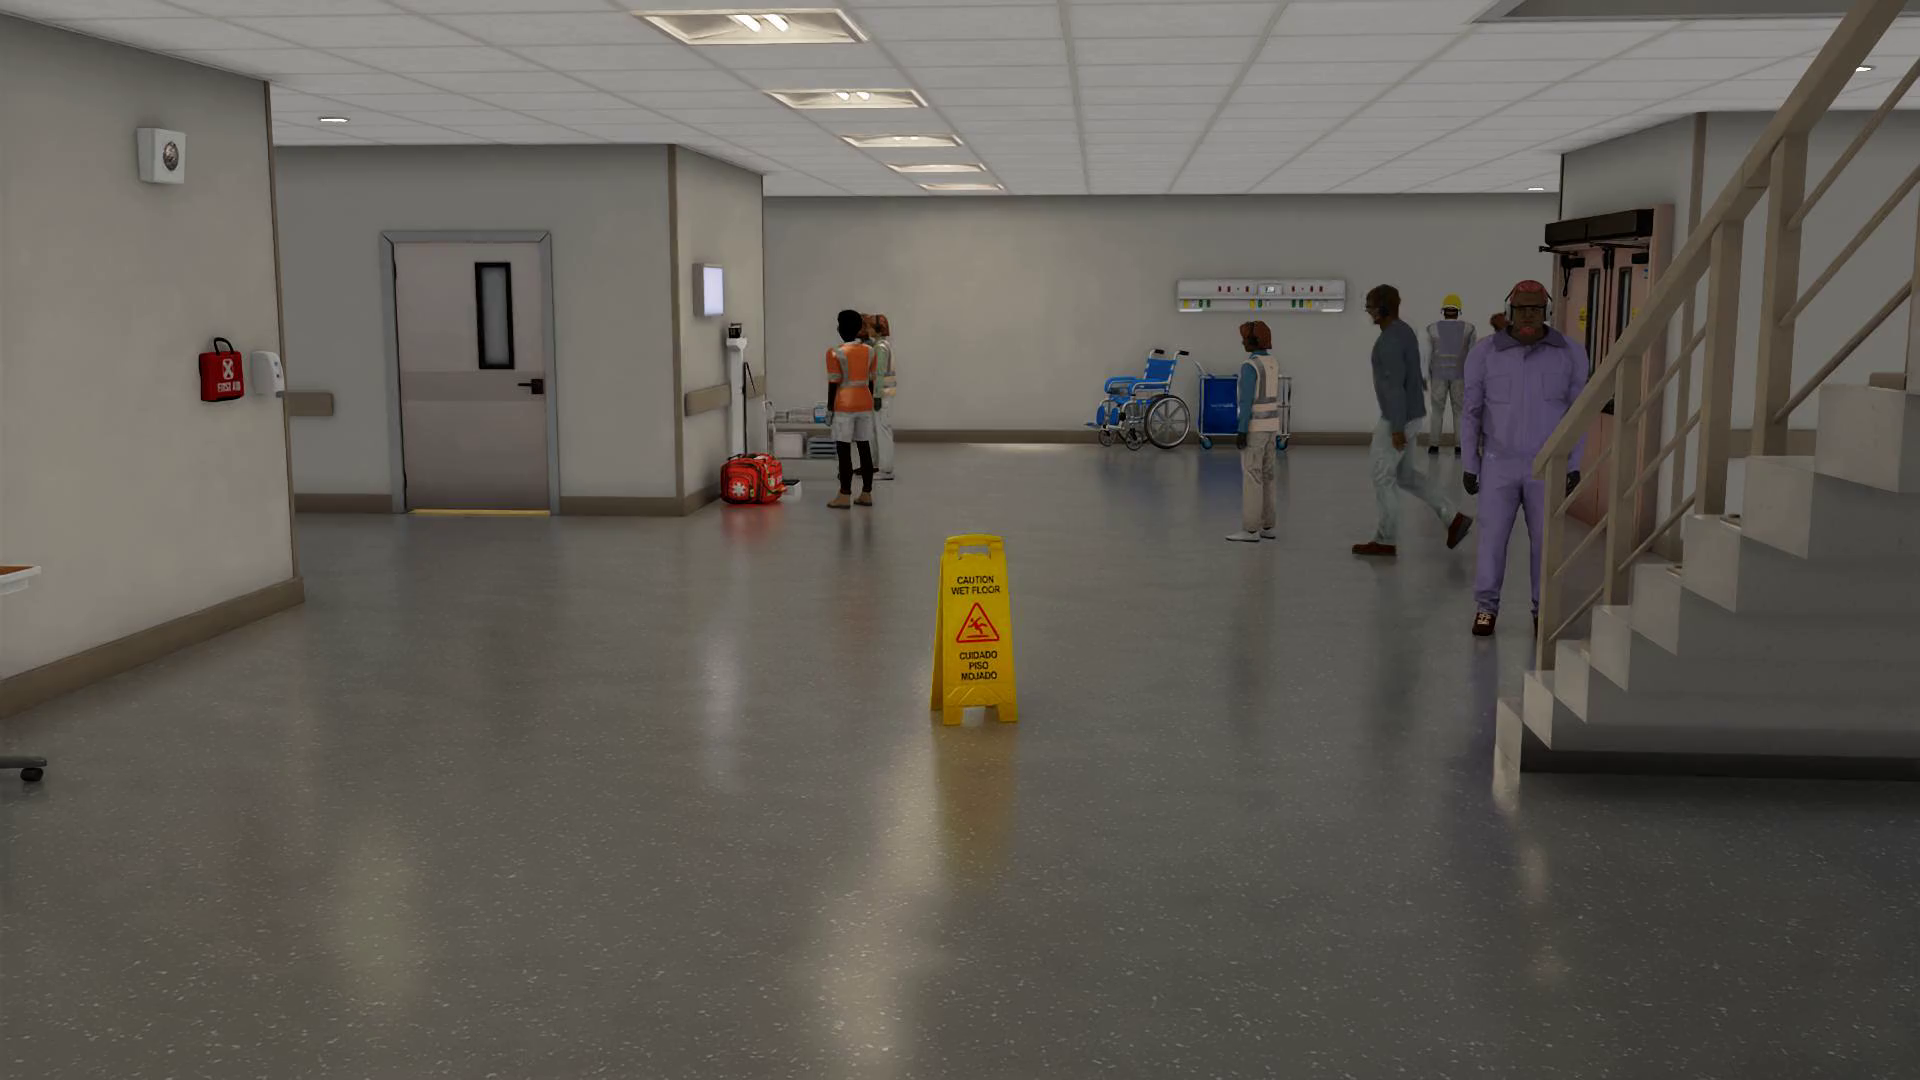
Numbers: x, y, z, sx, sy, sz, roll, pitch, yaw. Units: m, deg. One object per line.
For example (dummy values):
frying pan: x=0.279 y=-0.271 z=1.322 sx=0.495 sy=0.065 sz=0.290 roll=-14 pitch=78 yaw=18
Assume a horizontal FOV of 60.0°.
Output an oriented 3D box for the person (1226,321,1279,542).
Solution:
person: x=2.197 y=-0.800 z=12.294 sx=0.319 sy=1.631 sz=0.518 roll=6 pitch=10 yaw=33

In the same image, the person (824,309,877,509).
person: x=-0.935 y=-1.111 z=14.185 sx=0.535 sy=1.697 sz=0.318 roll=-8 pitch=12 yaw=-44

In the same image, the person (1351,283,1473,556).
person: x=3.148 y=-0.812 z=11.470 sx=0.769 sy=1.906 sz=0.647 roll=4 pitch=9 yaw=24

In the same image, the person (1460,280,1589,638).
person: x=2.971 y=-0.416 z=8.800 sx=0.634 sy=1.900 sz=0.398 roll=2 pitch=9 yaw=15

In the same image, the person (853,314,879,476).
person: x=-0.958 y=-1.459 z=16.761 sx=0.264 sy=1.632 sz=0.507 roll=-2 pitch=9 yaw=-10

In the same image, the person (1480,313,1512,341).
person: x=6.072 y=-1.733 z=18.666 sx=0.523 sy=1.626 sz=0.435 roll=3 pitch=9 yaw=18

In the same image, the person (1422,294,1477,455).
person: x=5.580 y=-1.884 z=18.975 sx=0.600 sy=1.832 sz=0.404 roll=2 pitch=9 yaw=12

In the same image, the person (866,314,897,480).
person: x=-0.777 y=-1.401 z=16.384 sx=0.314 sy=1.632 sz=0.517 roll=0 pitch=8 yaw=-1
